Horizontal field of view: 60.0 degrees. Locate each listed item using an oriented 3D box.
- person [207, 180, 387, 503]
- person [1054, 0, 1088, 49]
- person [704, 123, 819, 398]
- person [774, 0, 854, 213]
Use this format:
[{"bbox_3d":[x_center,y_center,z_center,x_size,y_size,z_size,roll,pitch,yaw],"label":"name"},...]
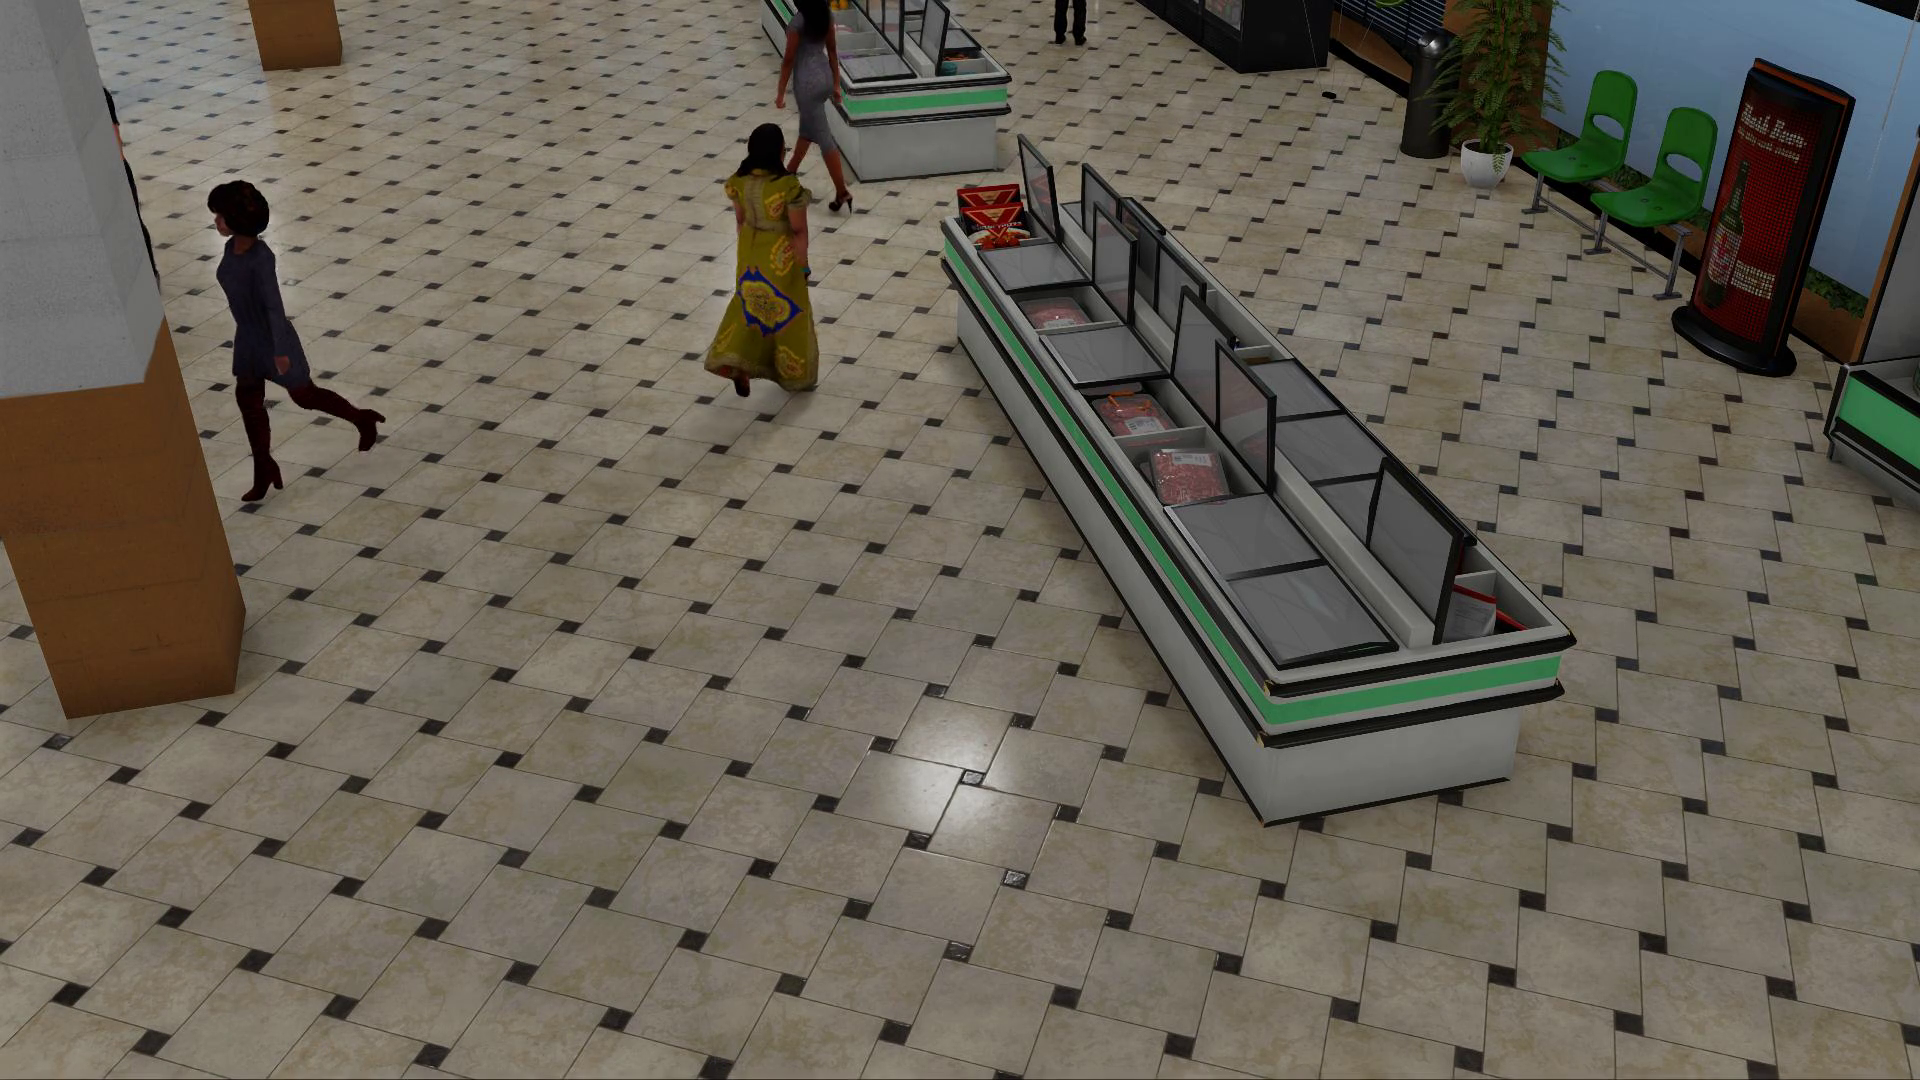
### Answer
[{"bbox_3d":[-3.505,-1.034,8.639,1.090,1.683,1.016,26,40,35],"label":"person"},{"bbox_3d":[1.080,-5.515,16.059,0.638,1.452,0.630,5,32,7],"label":"person"},{"bbox_3d":[-1.111,-1.537,9.484,1.135,1.644,1.235,13,34,20],"label":"person"},{"bbox_3d":[-0.988,-3.212,12.082,1.143,1.745,1.028,21,38,30],"label":"person"}]
